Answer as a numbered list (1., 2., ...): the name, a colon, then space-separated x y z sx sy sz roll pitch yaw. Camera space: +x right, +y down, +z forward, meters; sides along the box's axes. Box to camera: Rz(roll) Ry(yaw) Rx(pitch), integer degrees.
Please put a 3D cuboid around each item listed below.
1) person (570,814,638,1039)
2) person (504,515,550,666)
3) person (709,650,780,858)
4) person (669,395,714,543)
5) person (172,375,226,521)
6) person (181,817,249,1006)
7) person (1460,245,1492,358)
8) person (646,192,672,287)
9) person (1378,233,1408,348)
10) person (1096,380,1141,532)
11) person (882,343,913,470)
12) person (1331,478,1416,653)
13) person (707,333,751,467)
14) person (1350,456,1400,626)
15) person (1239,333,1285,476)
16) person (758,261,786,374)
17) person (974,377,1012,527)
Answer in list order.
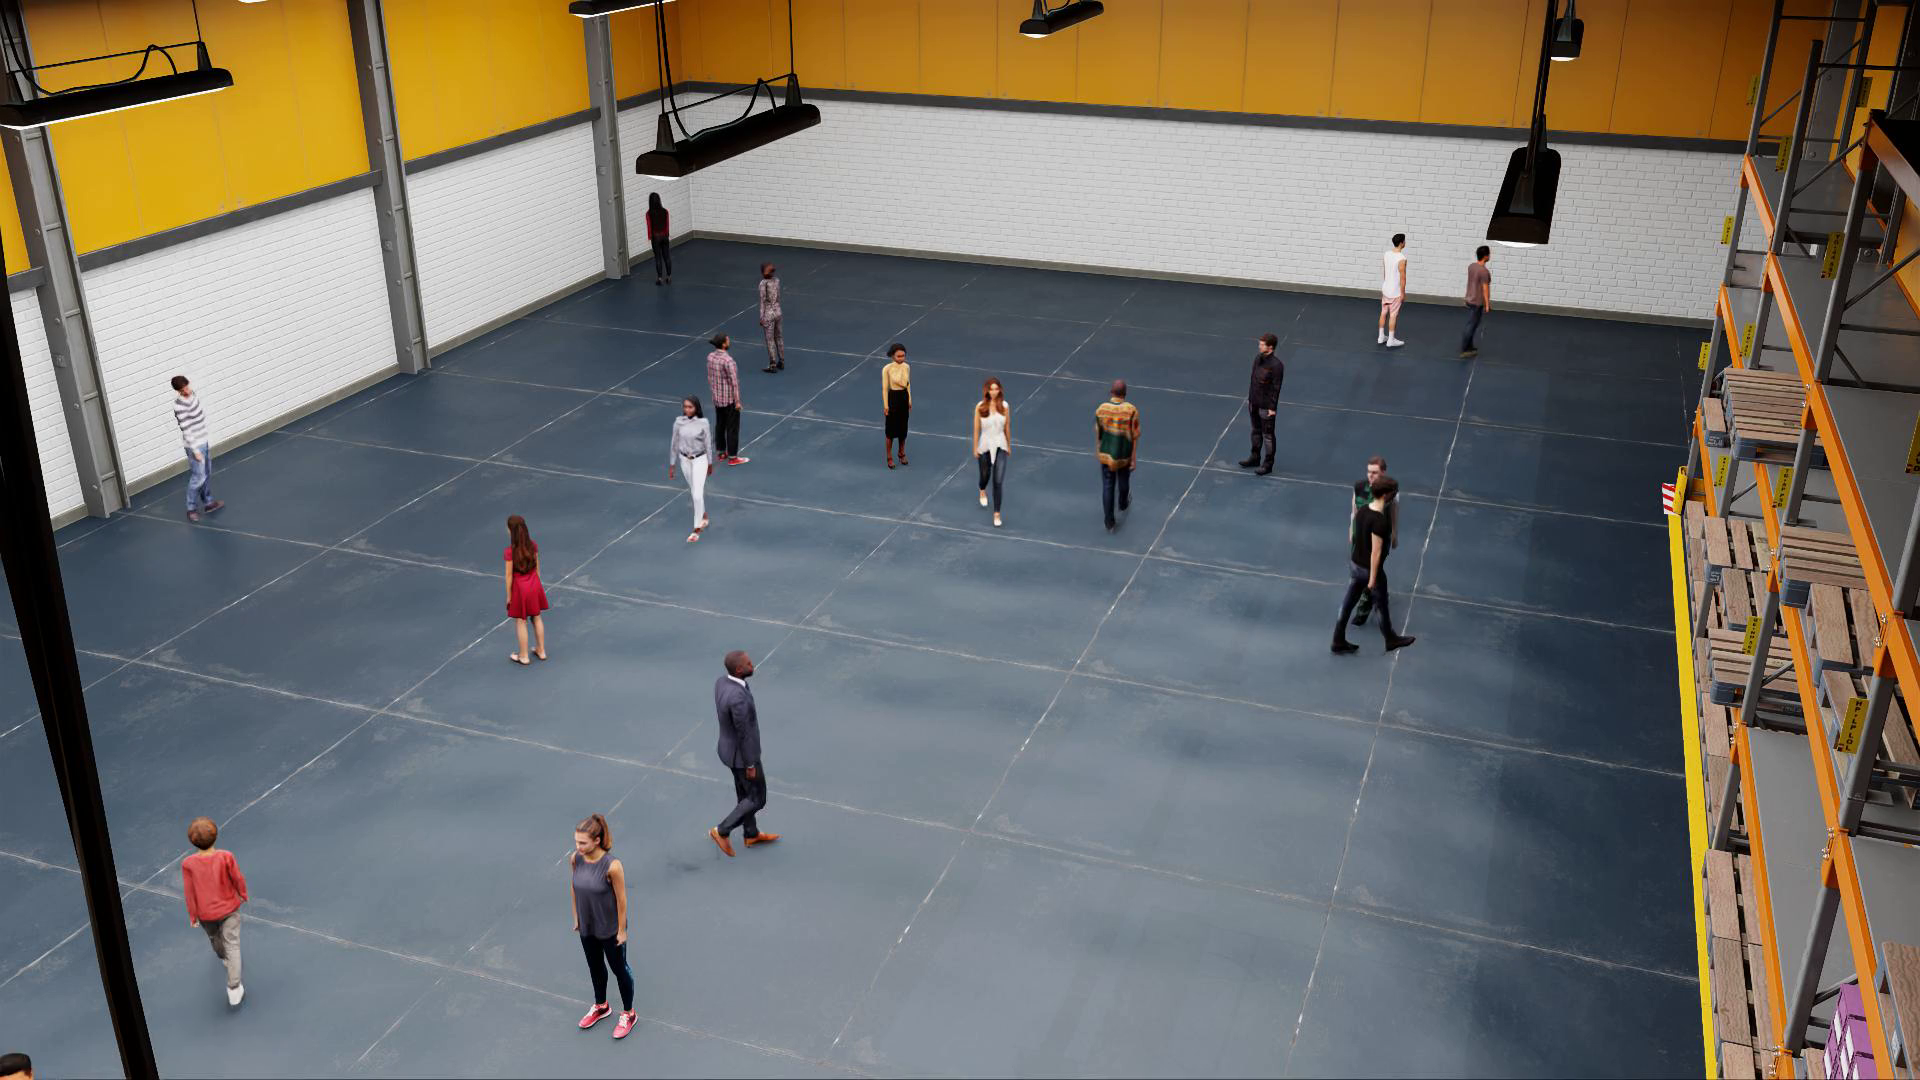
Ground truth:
1. person: -2.447 2.626 11.373 0.578 1.725 0.543 10 26 22
2. person: -4.311 0.484 16.490 0.709 1.552 0.646 21 31 39
3. person: -1.820 1.727 13.320 1.009 1.812 0.955 -9 25 -19
4. person: -3.083 -0.891 19.459 0.627 1.692 1.008 7 25 17
5. person: -9.172 -1.173 19.957 0.922 1.811 0.760 -10 26 -22
6. person: -5.248 2.645 11.762 0.890 1.378 1.016 -7 25 -16
7. person: 7.900 -3.680 25.750 0.826 1.763 0.743 -6 24 -14
8. person: -5.377 -5.403 29.829 0.633 1.653 0.721 -15 28 -30
9. person: 6.869 -3.979 26.401 0.783 1.789 0.724 -11 26 -23
10. person: 1.808 -0.962 19.524 0.752 1.771 1.108 7 24 15
11. person: -0.813 -1.743 21.455 0.632 1.654 0.716 -16 28 -32
12. person: 3.967 0.289 16.548 1.122 1.862 1.141 -6 24 -13
13. person: -3.033 -1.843 21.552 0.768 1.761 0.729 19 30 37
14. person: 4.324 -0.035 17.348 0.831 1.814 1.114 15 28 30
15. person: 3.897 -1.763 21.268 0.835 1.840 0.782 -11 26 -24
16. person: -2.848 -3.384 25.134 0.689 1.714 0.561 18 29 35
17. person: 0.367 -1.100 19.858 0.911 1.755 1.144 -2 24 -5
